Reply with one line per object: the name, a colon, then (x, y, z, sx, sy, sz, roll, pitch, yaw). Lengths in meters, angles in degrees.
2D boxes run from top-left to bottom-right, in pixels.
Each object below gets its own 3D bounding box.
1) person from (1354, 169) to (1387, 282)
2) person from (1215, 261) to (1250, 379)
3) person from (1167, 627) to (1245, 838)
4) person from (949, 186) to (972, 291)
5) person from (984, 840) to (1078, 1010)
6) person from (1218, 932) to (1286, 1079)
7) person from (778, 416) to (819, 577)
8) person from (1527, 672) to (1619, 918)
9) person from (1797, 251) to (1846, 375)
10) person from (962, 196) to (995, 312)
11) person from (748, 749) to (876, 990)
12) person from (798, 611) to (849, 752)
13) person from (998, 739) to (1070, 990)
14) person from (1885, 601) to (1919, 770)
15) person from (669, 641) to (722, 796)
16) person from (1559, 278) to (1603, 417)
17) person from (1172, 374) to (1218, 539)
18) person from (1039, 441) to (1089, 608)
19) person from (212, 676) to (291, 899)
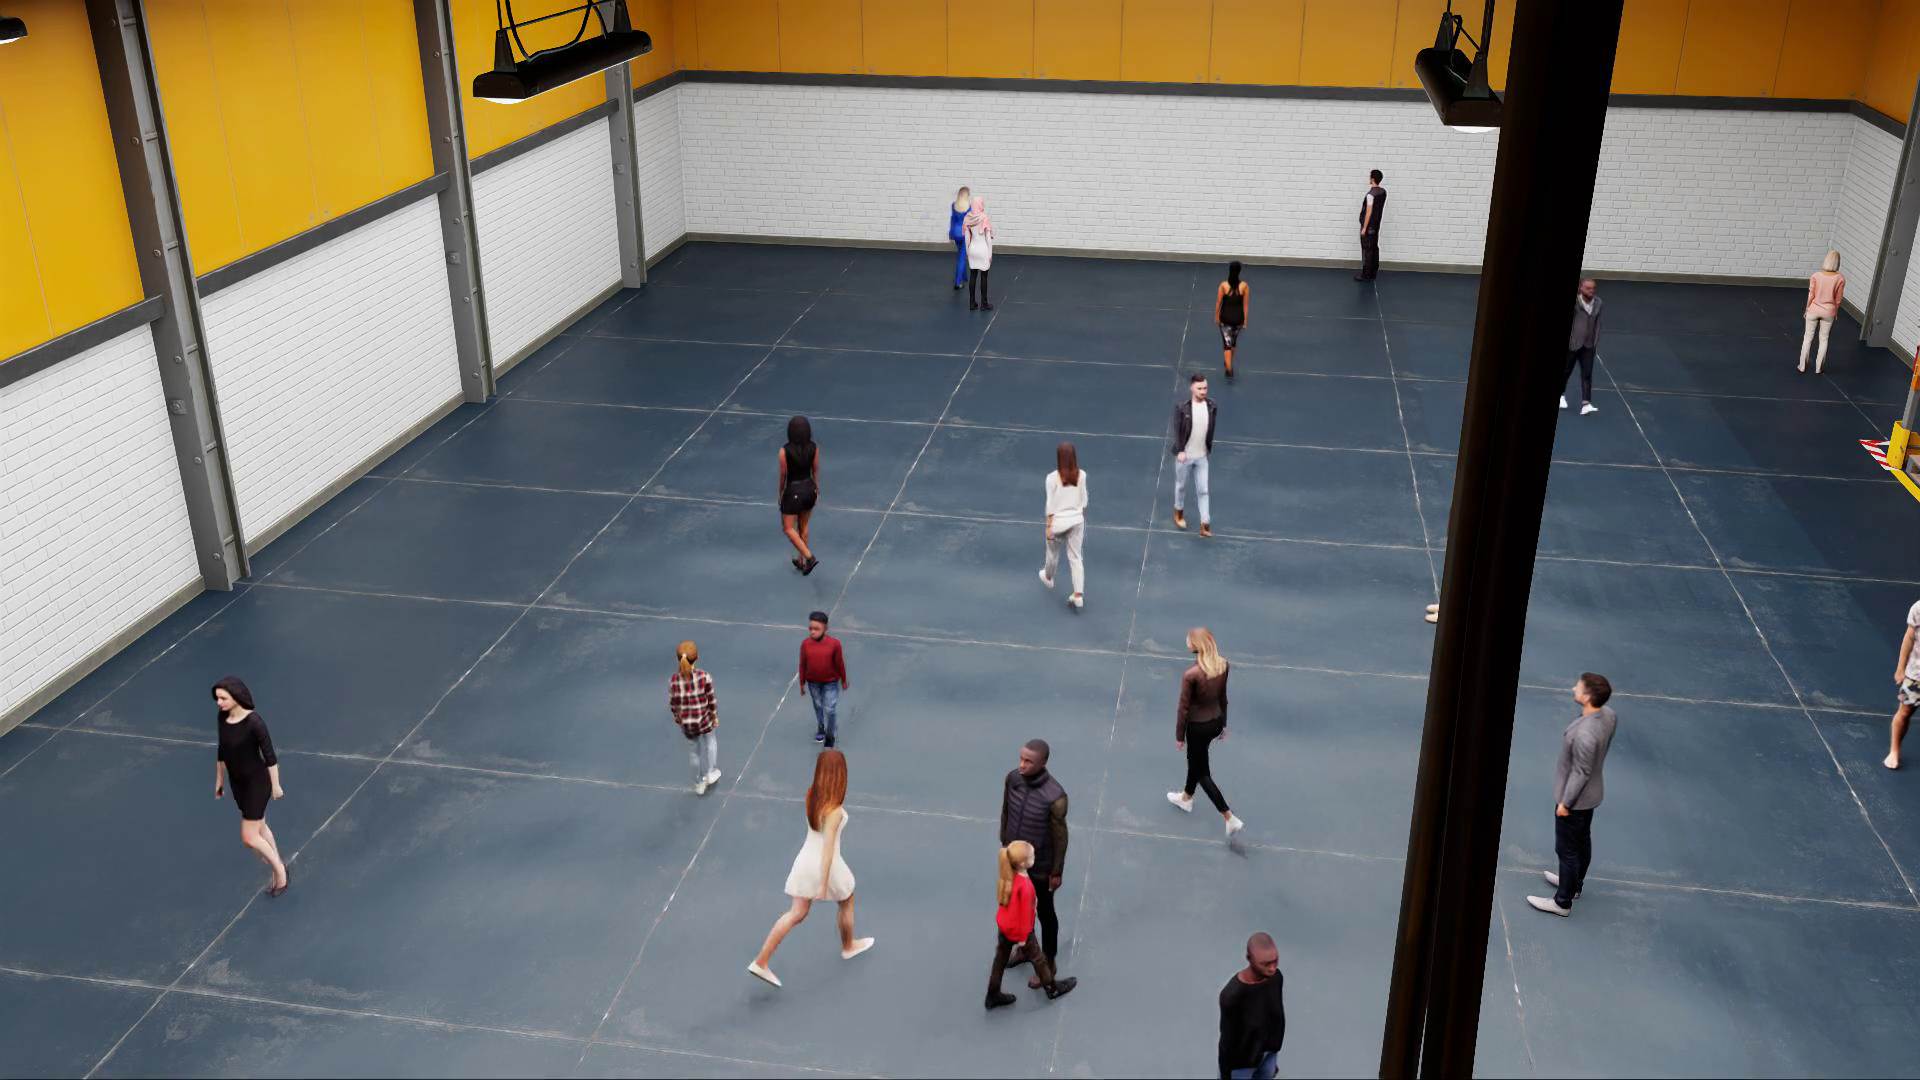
person: (6.908, -5.286, 27.913, 0.816, 1.848, 0.701, 19, 30, 37)
person: (3.757, -3.027, 23.027, 0.701, 1.623, 1.090, 1, 24, 2)
person: (1.901, 1.484, 12.645, 1.096, 1.673, 1.123, -17, 29, -34)
person: (0.006, -4.926, 27.304, 0.861, 1.678, 1.023, 16, 28, 32)
person: (0.312, 2.522, 10.791, 0.844, 1.257, 0.840, -12, 26, -25)
person: (1.600, 2.908, 9.294, 0.680, 1.748, 0.739, -16, 28, -32)
person: (-1.601, -0.398, 16.895, 0.924, 1.718, 0.981, -15, 28, -31)
person: (4.365, 1.776, 11.726, 0.842, 1.874, 0.720, 18, 29, 35)
person: (12.065, -3.200, 23.296, 0.651, 1.724, 0.597, 10, 25, 21)
person: (0.297, -4.522, 26.221, 0.700, 1.804, 0.695, 12, 26, 25)
person: (-1.005, 2.221, 10.986, 1.177, 1.652, 1.111, -15, 28, -31)
person: (-1.141, 1.132, 13.991, 0.531, 1.240, 0.660, 4, 24, 9)
person: (0.496, 2.112, 11.006, 0.793, 1.836, 0.775, -20, 31, -39)
person: (7.903, 1.031, 13.509, 0.713, 1.811, 0.640, 9, 25, 19)
person: (-2.115, 1.445, 13.211, 0.586, 1.292, 0.600, 1, 24, 2)
person: (8.038, -2.539, 21.727, 0.948, 1.770, 1.198, -3, 24, -6)
person: (2.476, -0.945, 18.044, 0.937, 1.800, 1.212, -5, 24, -11)
person: (1.076, -0.127, 16.361, 0.972, 1.649, 1.163, -8, 25, -18)
person: (-4.998, 1.744, 11.906, 0.707, 1.789, 0.735, 15, 28, 30)
